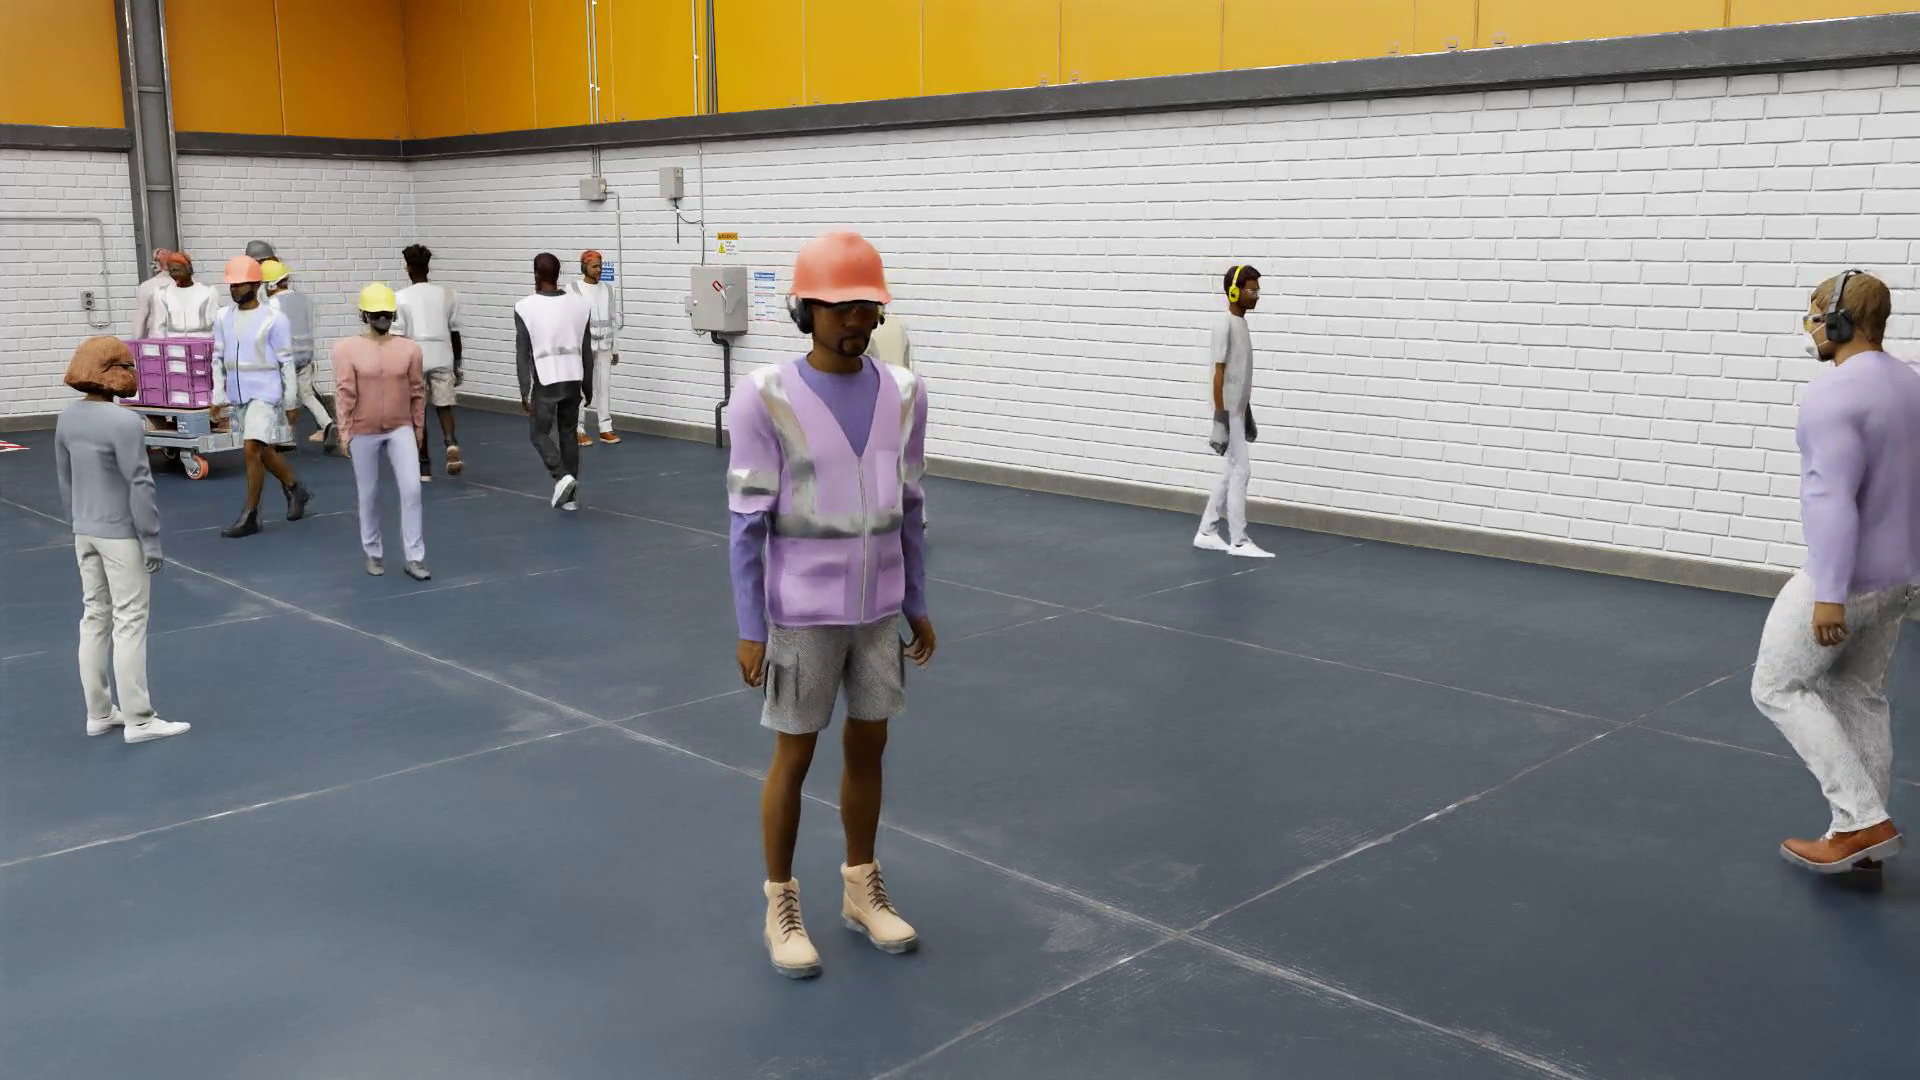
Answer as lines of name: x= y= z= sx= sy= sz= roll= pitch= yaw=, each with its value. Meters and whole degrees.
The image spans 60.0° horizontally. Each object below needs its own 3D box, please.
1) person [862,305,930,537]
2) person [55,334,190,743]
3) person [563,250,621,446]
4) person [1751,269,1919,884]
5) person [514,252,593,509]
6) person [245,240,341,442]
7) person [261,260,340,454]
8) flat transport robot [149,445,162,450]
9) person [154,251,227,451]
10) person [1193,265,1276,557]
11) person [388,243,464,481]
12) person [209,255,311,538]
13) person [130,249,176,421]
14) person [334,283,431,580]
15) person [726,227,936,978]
person: x=-0.551 y=-0.866 z=10.961 sx=0.944 sy=1.788 sz=0.596 roll=7 pitch=13 yaw=34
person: x=-3.389 y=-0.003 z=6.676 sx=0.507 sy=1.630 sz=0.268 roll=6 pitch=12 yaw=29
person: x=-3.555 y=-1.860 z=16.127 sx=0.579 sy=1.879 sz=0.347 roll=-9 pitch=14 yaw=-42
person: x=2.761 y=0.127 z=5.177 sx=0.670 sy=1.917 sz=0.437 roll=-8 pitch=13 yaw=-37
person: x=-2.926 y=-1.139 z=12.146 sx=0.604 sy=1.904 sz=0.543 roll=-7 pitch=13 yaw=-35
person: x=-6.574 y=-1.962 z=16.245 sx=0.925 sy=2.000 sz=0.699 roll=-4 pitch=11 yaw=-22
person: x=-6.078 y=-1.654 z=15.219 sx=0.754 sy=1.802 sz=0.603 roll=5 pitch=12 yaw=28
flat transport robot: x=-7.491 y=-0.967 z=15.645 sx=1.431 sy=0.197 sz=0.652 roll=-10 pitch=15 yaw=-44
person: x=-7.156 y=-1.739 z=15.479 sx=0.613 sy=1.869 sz=0.439 roll=-1 pitch=10 yaw=-8
person: x=1.753 y=-0.811 z=10.545 sx=0.478 sy=1.866 sz=0.575 roll=4 pitch=11 yaw=20
person: x=-4.351 y=-1.439 z=13.613 sx=0.612 sy=1.953 sz=0.562 roll=-6 pitch=12 yaw=-30
person: x=-4.814 y=-1.009 z=11.456 sx=0.543 sy=1.903 sz=0.949 roll=3 pitch=11 yaw=16
person: x=-7.859 y=-1.933 z=16.482 sx=0.499 sy=1.888 sz=0.662 roll=6 pitch=12 yaw=31
person: x=-3.369 y=-0.618 z=9.747 sx=0.540 sy=1.742 sz=0.747 roll=-6 pitch=12 yaw=-30
person: x=-0.324 y=0.179 z=4.568 sx=0.614 sy=2.039 sz=0.394 roll=-7 pitch=12 yaw=-33
